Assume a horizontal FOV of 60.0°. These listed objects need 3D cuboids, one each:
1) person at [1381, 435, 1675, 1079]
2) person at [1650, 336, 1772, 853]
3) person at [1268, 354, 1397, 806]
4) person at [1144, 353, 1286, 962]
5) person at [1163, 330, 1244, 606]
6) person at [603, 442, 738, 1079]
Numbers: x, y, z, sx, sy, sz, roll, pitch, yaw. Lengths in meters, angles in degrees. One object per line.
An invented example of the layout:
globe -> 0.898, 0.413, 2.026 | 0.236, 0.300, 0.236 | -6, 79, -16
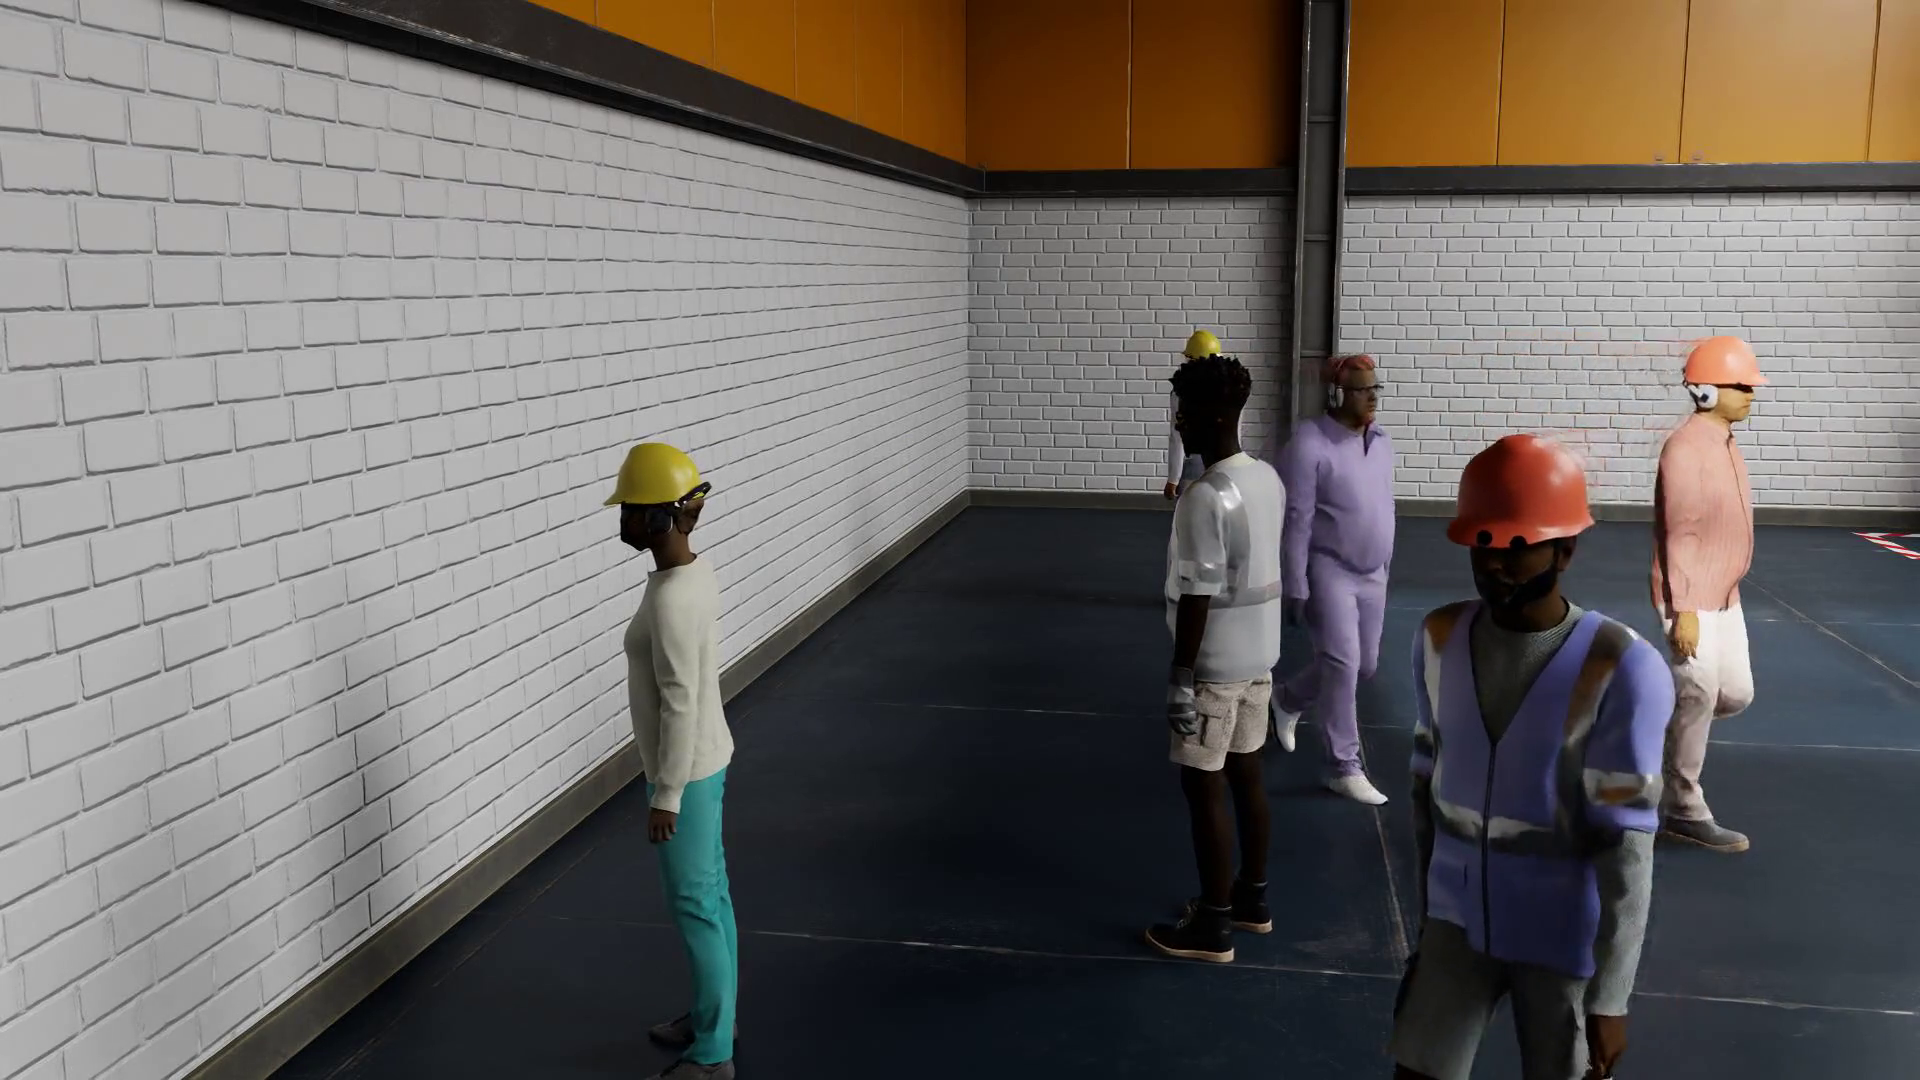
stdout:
person -> 1.033, 0.759, 3.172 | 0.669, 1.913, 0.562 | -9, 13, -43
person -> 2.807, 0.201, 6.425 | 0.534, 1.977, 0.621 | 9, 13, 43
person -> 1.580, 0.138, 7.129 | 0.653, 1.885, 0.751 | -7, 11, -36
person -> 0.842, 0.378, 5.403 | 0.365, 1.958, 0.605 | 6, 11, 34
person -> 1.581, -0.456, 10.942 | 0.593, 1.837, 0.404 | -6, 11, -33
person -> -0.781, 0.617, 4.505 | 0.328, 1.767, 0.532 | 0, 9, -2
